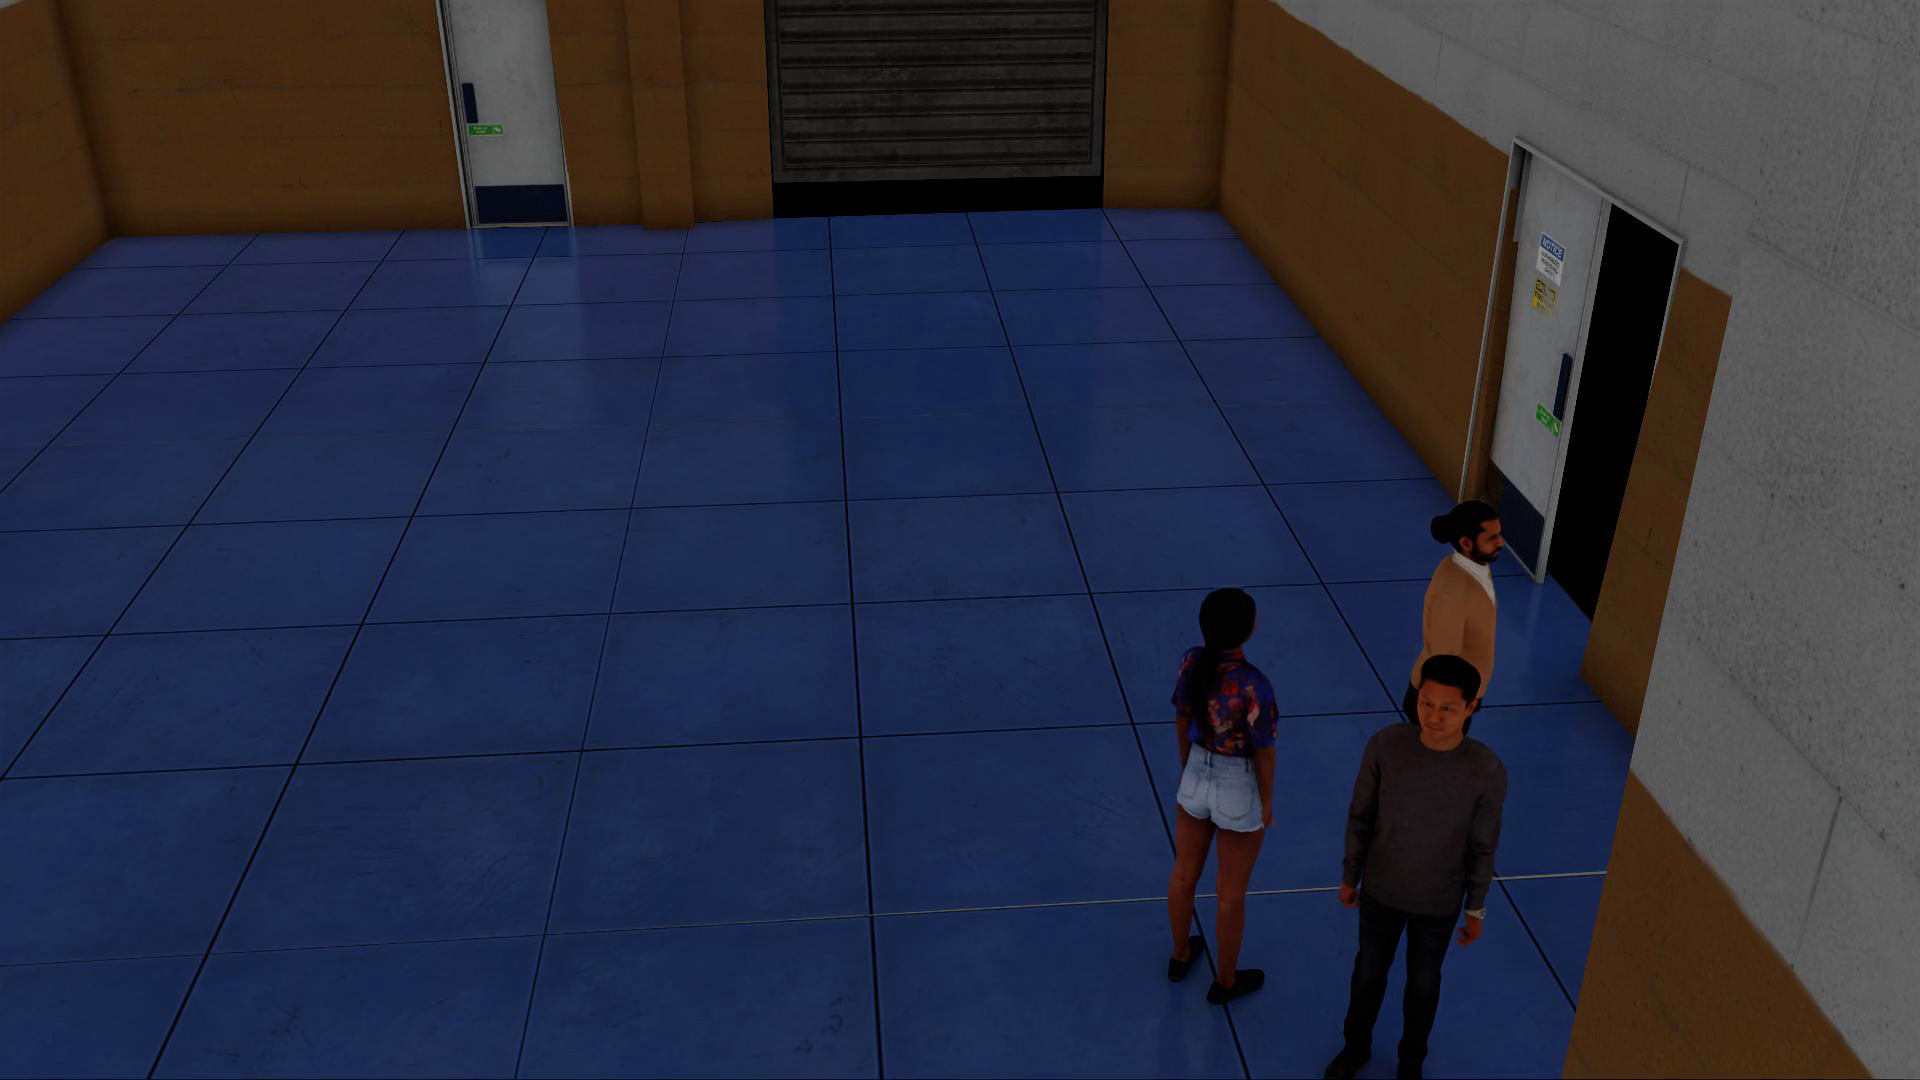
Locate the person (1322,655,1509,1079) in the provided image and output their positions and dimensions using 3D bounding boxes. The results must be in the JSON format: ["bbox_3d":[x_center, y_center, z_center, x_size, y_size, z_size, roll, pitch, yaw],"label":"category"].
[{"bbox_3d":[1.550,1.171,5.661,0.656,1.767,0.779,-9,28,-17],"label":"person"}]

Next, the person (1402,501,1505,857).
[{"bbox_3d":[1.964,0.637,6.721,0.754,1.755,0.750,11,29,21],"label":"person"}]

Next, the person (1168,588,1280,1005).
[{"bbox_3d":[0.959,0.941,6.144,0.664,1.741,0.711,23,35,38],"label":"person"}]
